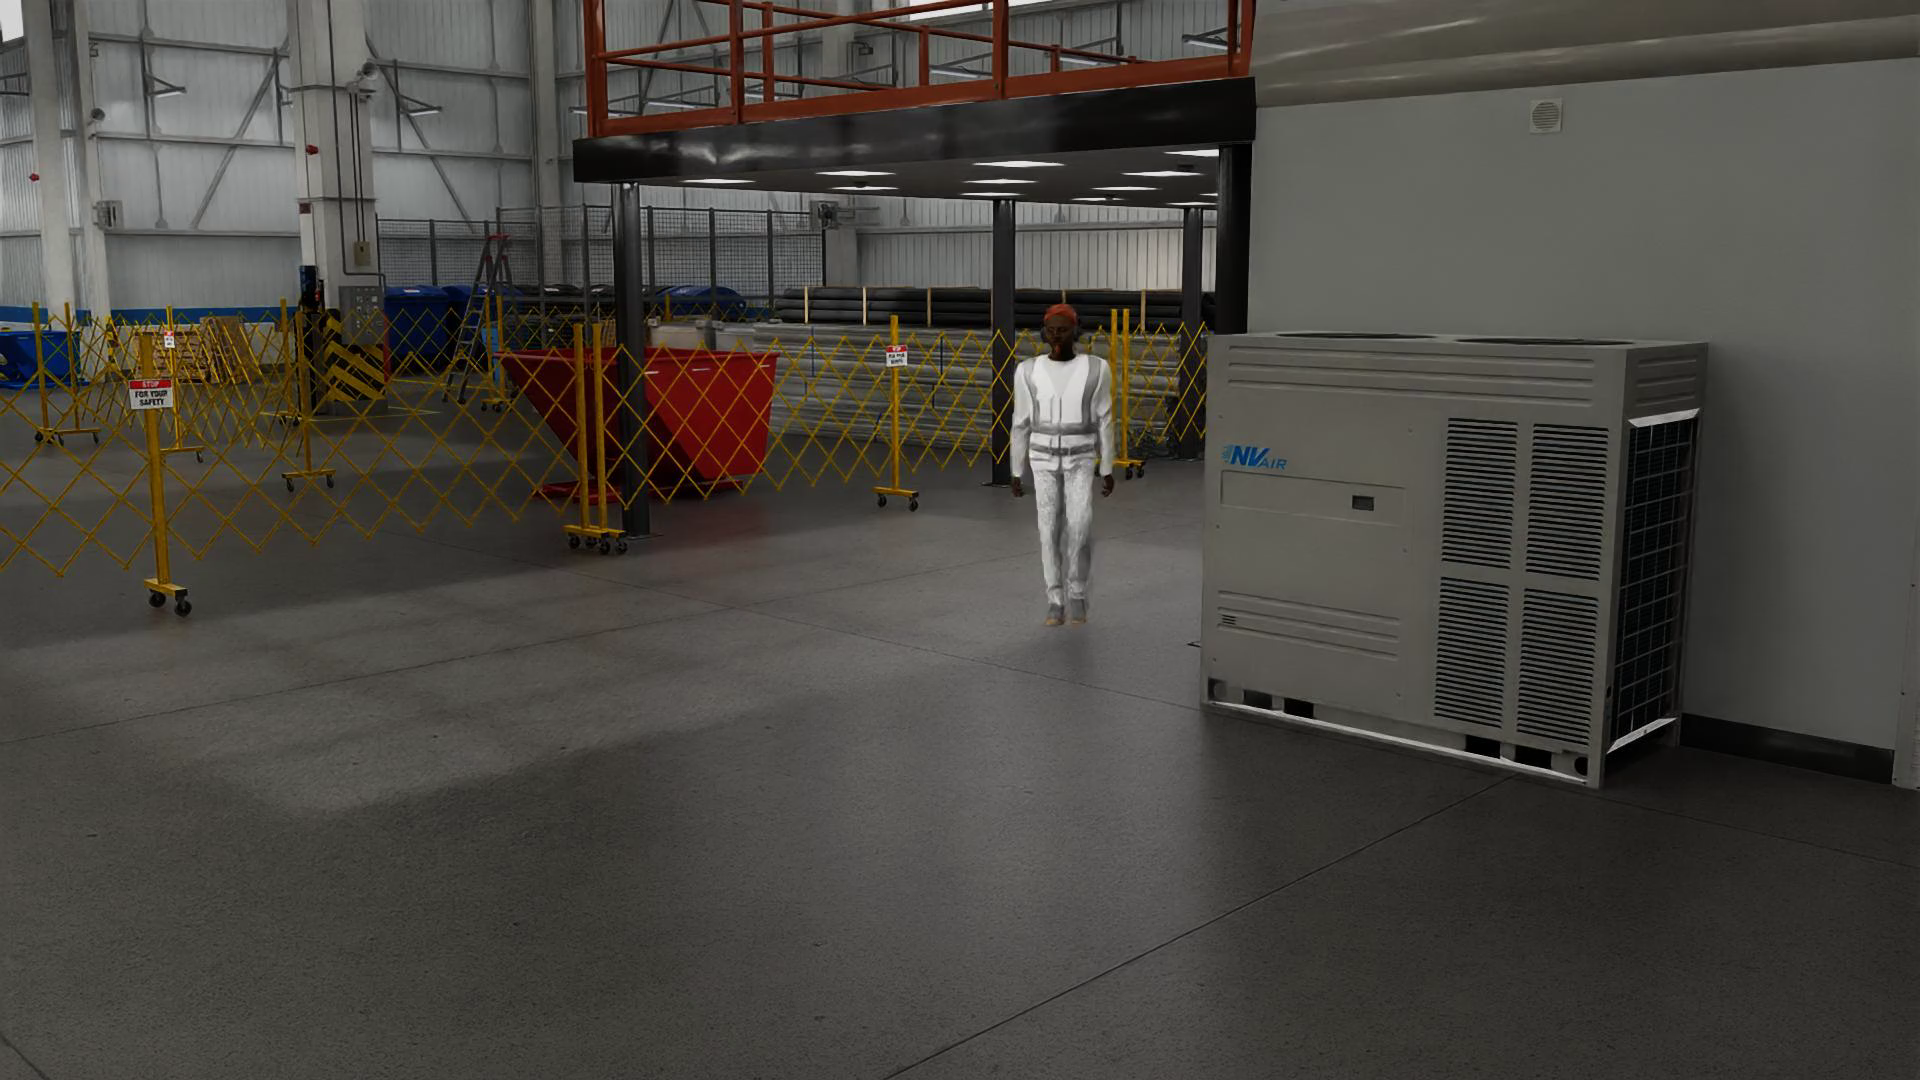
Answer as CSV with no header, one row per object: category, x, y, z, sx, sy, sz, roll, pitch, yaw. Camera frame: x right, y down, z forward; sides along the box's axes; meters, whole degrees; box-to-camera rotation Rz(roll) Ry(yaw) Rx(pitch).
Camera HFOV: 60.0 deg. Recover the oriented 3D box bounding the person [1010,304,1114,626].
person,0.577,-0.416,9.573,0.609,1.865,0.508,2,9,11
